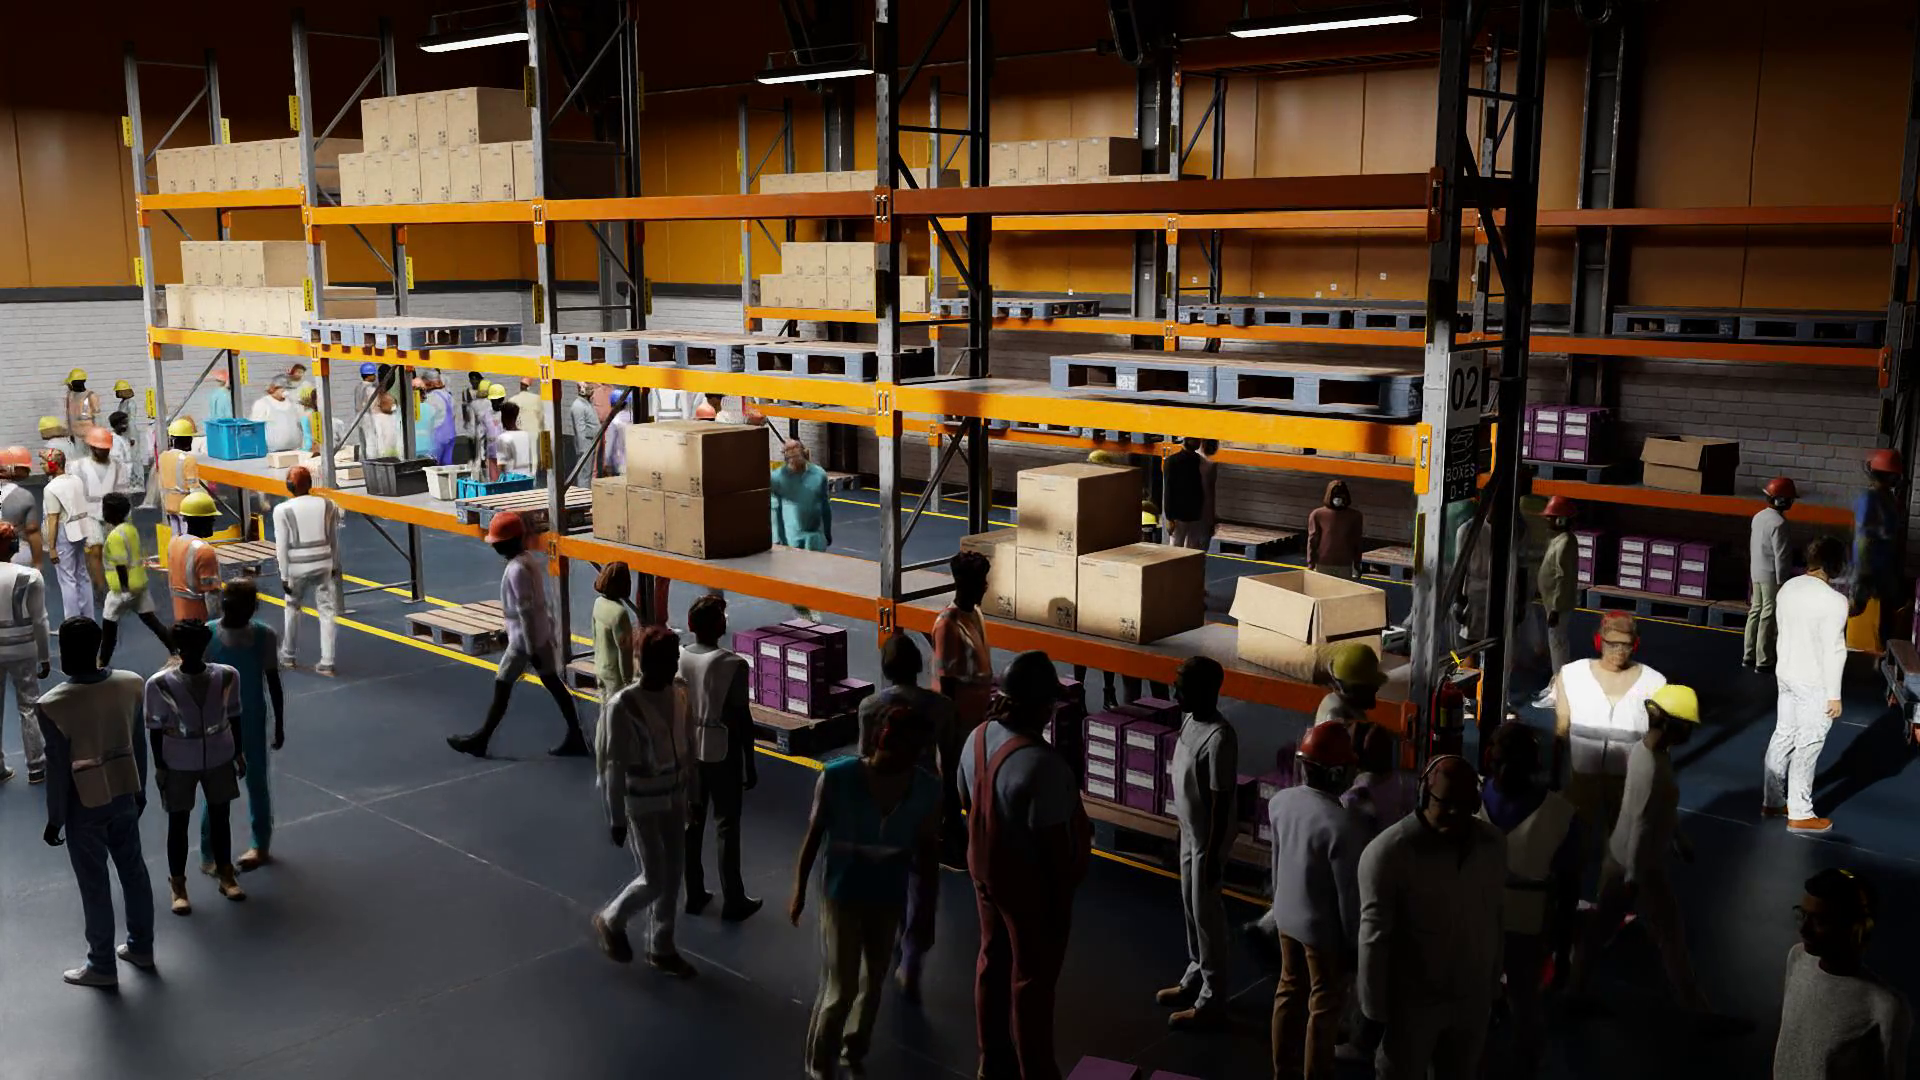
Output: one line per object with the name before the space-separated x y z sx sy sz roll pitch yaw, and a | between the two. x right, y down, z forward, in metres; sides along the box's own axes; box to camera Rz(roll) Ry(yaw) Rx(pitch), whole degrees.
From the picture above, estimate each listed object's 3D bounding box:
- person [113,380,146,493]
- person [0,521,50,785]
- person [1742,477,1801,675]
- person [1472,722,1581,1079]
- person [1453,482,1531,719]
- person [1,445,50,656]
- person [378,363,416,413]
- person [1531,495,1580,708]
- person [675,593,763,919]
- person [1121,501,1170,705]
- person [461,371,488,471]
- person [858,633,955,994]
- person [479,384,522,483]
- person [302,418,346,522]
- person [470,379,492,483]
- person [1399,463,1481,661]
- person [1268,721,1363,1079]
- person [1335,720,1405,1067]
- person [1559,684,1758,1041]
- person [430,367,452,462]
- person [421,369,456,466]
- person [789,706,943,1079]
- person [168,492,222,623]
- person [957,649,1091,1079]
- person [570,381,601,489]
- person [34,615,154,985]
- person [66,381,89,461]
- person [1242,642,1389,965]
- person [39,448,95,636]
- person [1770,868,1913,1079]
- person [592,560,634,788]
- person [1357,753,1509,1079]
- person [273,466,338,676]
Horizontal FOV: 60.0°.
person | -12.777 -1.589 25.532 0.320 1.738 0.484 -9 14 -43
person | -6.656 0.800 11.642 0.568 1.880 0.357 -1 10 -8
person | 7.214 0.309 14.754 0.338 1.749 0.573 1 10 3
person | 2.329 1.640 7.089 0.579 1.808 0.875 6 12 32
person | 4.240 0.468 13.282 0.606 1.957 0.373 0 10 -1
person | -8.620 0.113 15.262 0.502 1.967 0.608 -6 12 -30
person | -10.214 -2.552 30.121 0.688 2.000 0.539 -8 13 -38
person | 4.890 0.503 13.655 0.327 1.753 0.562 4 11 20
person | -1.406 1.218 9.344 0.567 1.849 0.389 4 11 24
person | 1.341 0.667 12.239 0.595 1.925 0.371 -4 11 -20
person | -8.114 -1.996 27.945 0.532 1.697 0.319 1 10 3
person | -0.292 1.376 8.650 0.520 1.774 0.963 -1 10 -4
person | -6.224 -1.152 22.532 0.594 1.922 0.382 1 10 6
person | -8.698 -1.109 22.771 0.564 1.751 0.342 -5 11 -24
person | -7.325 -1.619 25.746 0.489 1.731 0.400 2 10 12
person | 4.368 0.192 15.035 0.871 1.912 0.646 -2 10 -13
person | 1.566 1.644 7.240 0.345 1.746 0.567 -5 11 -25
person | 1.781 1.613 7.717 0.505 1.624 0.547 8 13 39
person | 3.360 1.532 7.965 0.878 1.710 0.526 3 10 14
person | -9.061 -2.247 28.900 0.518 1.865 0.328 3 11 19
person | -7.568 -1.471 24.006 0.536 2.000 0.712 2 10 12
person | -0.396 1.603 7.324 0.665 1.790 0.507 -3 11 -19
person | -5.765 0.592 12.668 0.594 1.924 0.384 8 13 39
person | 0.316 1.474 7.355 0.537 2.000 0.675 -6 12 -30
person | -5.277 -1.327 23.574 0.410 1.908 0.643 -1 10 -3
person | -4.415 1.328 8.526 0.392 1.920 0.592 4 11 22
person | -13.872 -1.710 26.154 0.546 1.751 0.469 9 13 41
person | 1.912 1.384 8.575 0.806 1.799 0.605 2 10 14
person | -8.675 0.017 16.180 0.395 1.836 0.561 0 10 0
person | 2.714 1.928 5.268 0.327 1.874 0.518 -3 10 -14
person | -2.378 0.945 11.497 0.266 1.631 0.507 -6 12 -32
person | 1.809 1.730 6.296 0.651 1.904 0.403 -4 11 -20
person | -5.821 0.255 14.779 0.590 1.844 0.891 -9 13 -41
